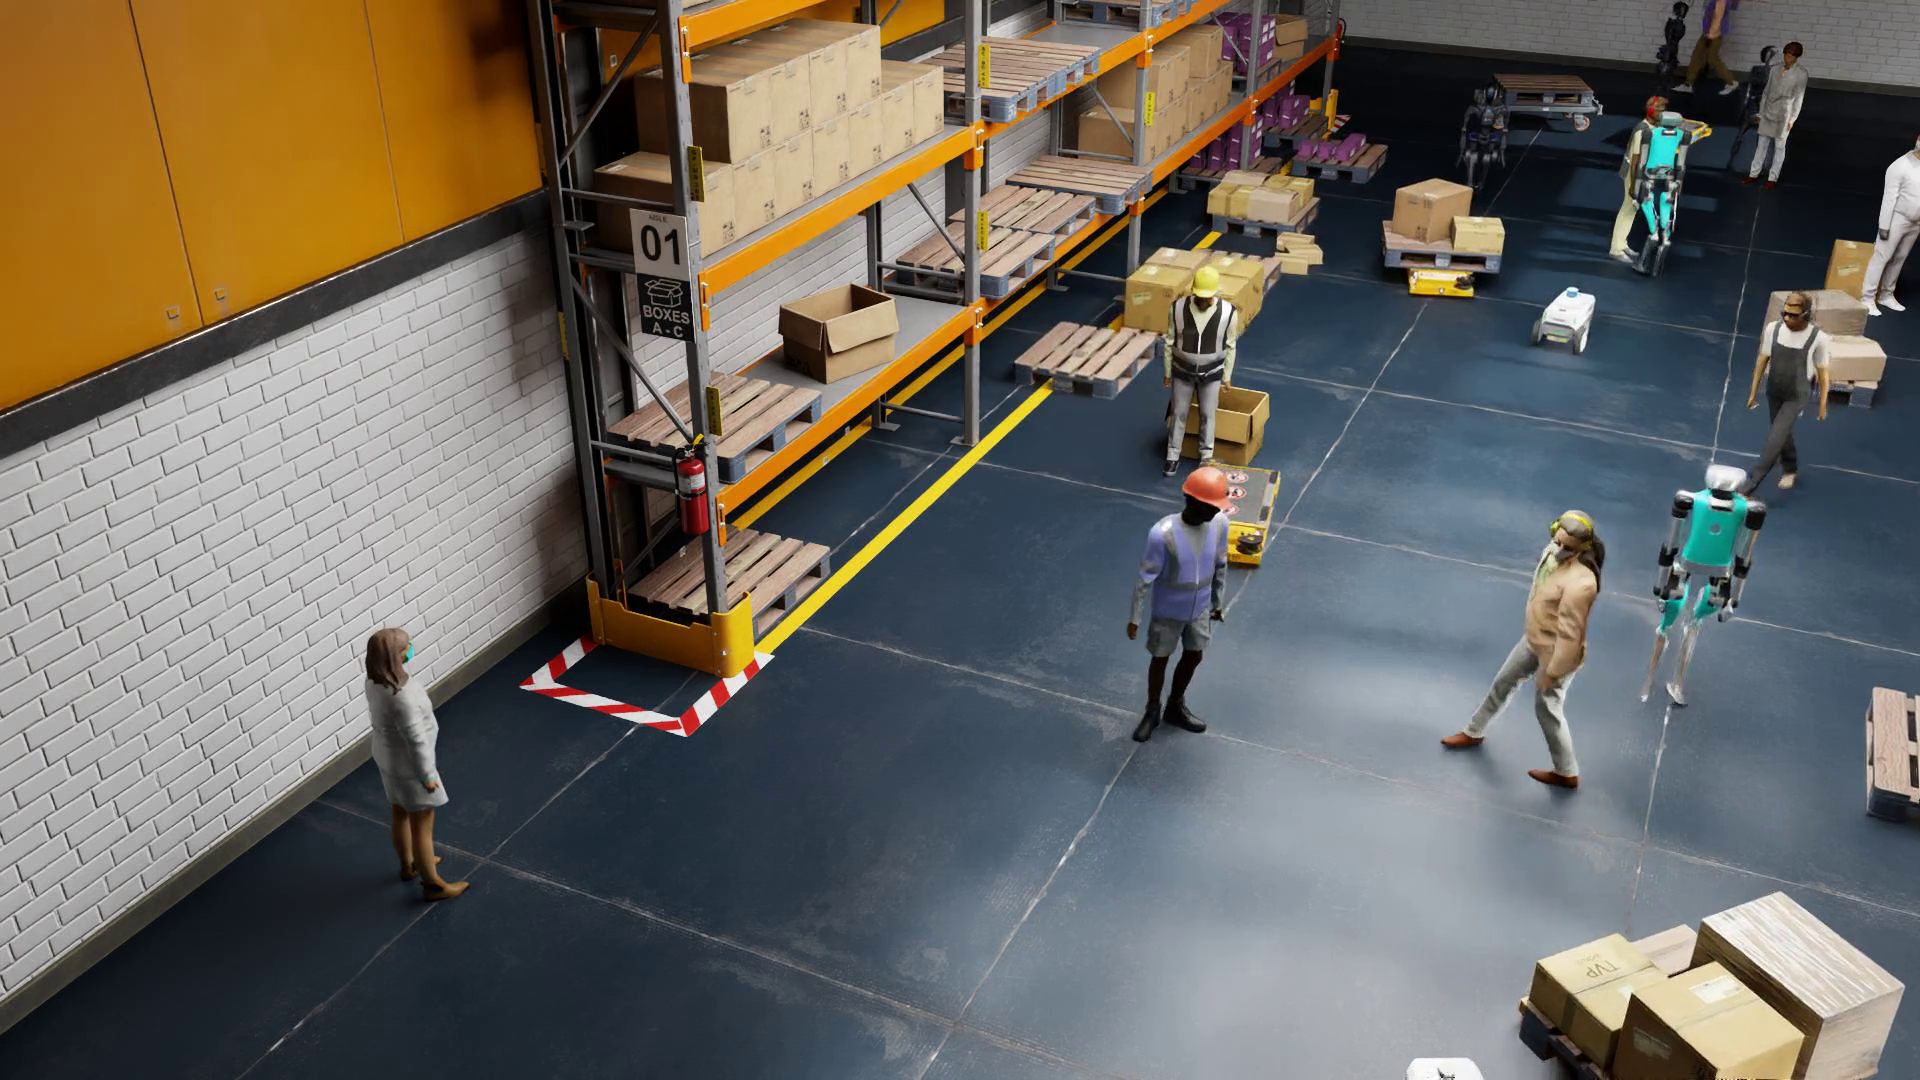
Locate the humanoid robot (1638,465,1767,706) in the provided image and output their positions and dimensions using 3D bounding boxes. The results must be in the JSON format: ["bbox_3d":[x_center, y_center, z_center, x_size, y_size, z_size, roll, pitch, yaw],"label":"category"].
[{"bbox_3d":[4.730,0.275,10.689,0.543,1.801,0.686,10,30,17],"label":"humanoid robot"}]

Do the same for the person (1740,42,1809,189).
[{"bbox_3d":[10.347,-5.375,21.054,0.367,1.830,0.501,-22,35,-35],"label":"person"}]

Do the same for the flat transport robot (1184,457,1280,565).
[{"bbox_3d":[2.140,-0.246,13.183,0.659,0.231,1.431,8,29,14],"label":"flat transport robot"}]

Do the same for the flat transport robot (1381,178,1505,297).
[{"bbox_3d":[5.255,-3.009,18.307,0.659,0.231,1.431,5,29,9],"label":"flat transport robot"}]

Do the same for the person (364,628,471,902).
[{"bbox_3d":[-2.983,1.202,9.029,0.343,1.658,0.486,-22,36,-35],"label":"person"}]

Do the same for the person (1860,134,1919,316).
[{"bbox_3d":[9.681,-3.253,17.043,0.639,1.902,0.410,-12,31,-21],"label":"person"}]

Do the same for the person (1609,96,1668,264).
[{"bbox_3d":[7.541,-4.031,18.542,0.373,1.843,0.569,16,32,28],"label":"person"}]

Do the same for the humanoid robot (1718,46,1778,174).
[{"bbox_3d":[10.351,-5.563,21.592,0.619,1.640,0.600,-10,30,-17],"label":"humanoid robot"}]

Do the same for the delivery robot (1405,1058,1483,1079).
[{"bbox_3d":[2.225,2.689,7.431,0.499,0.586,0.765,0,28,-1],"label":"delivery robot"}]

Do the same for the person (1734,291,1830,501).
[{"bbox_3d":[6.602,-1.142,13.259,0.995,1.779,0.569,-17,33,-28],"label":"person"}]

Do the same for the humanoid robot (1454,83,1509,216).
[{"bbox_3d":[6.279,-4.692,20.000,0.594,1.623,0.759,4,29,8],"label":"humanoid robot"}]

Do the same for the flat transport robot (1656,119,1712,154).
[{"bbox_3d":[9.939,-5.666,23.234,0.659,0.231,1.431,22,35,35],"label":"flat transport robot"}]

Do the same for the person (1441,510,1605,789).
[{"bbox_3d":[3.434,0.625,9.931,0.722,1.827,0.614,0,28,0],"label":"person"}]

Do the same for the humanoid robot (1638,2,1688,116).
[{"bbox_3d":[10.276,-7.003,24.264,0.421,1.661,0.608,18,33,30],"label":"humanoid robot"}]

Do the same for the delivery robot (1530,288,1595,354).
[{"bbox_3d":[6.019,-2.188,16.504,0.499,0.614,0.796,17,33,29],"label":"delivery robot"}]

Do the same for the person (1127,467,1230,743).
[{"bbox_3d":[1.351,0.418,10.226,0.640,1.920,0.412,-11,30,-20],"label":"person"}]

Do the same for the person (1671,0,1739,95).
[{"bbox_3d":[11.555,-7.756,25.393,0.882,1.901,0.547,10,30,18],"label":"person"}]

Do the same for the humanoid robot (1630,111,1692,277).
[{"bbox_3d":[7.585,-3.660,17.998,0.536,1.809,0.779,2,28,3],"label":"humanoid robot"}]

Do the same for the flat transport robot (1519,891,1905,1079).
[{"bbox_3d":[3.423,2.572,7.959,0.659,0.231,1.431,-12,30,-21],"label":"flat transport robot"}]

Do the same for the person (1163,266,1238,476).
[{"bbox_3d":[1.948,-1.377,13.645,0.585,1.824,0.403,4,29,8],"label":"person"}]
